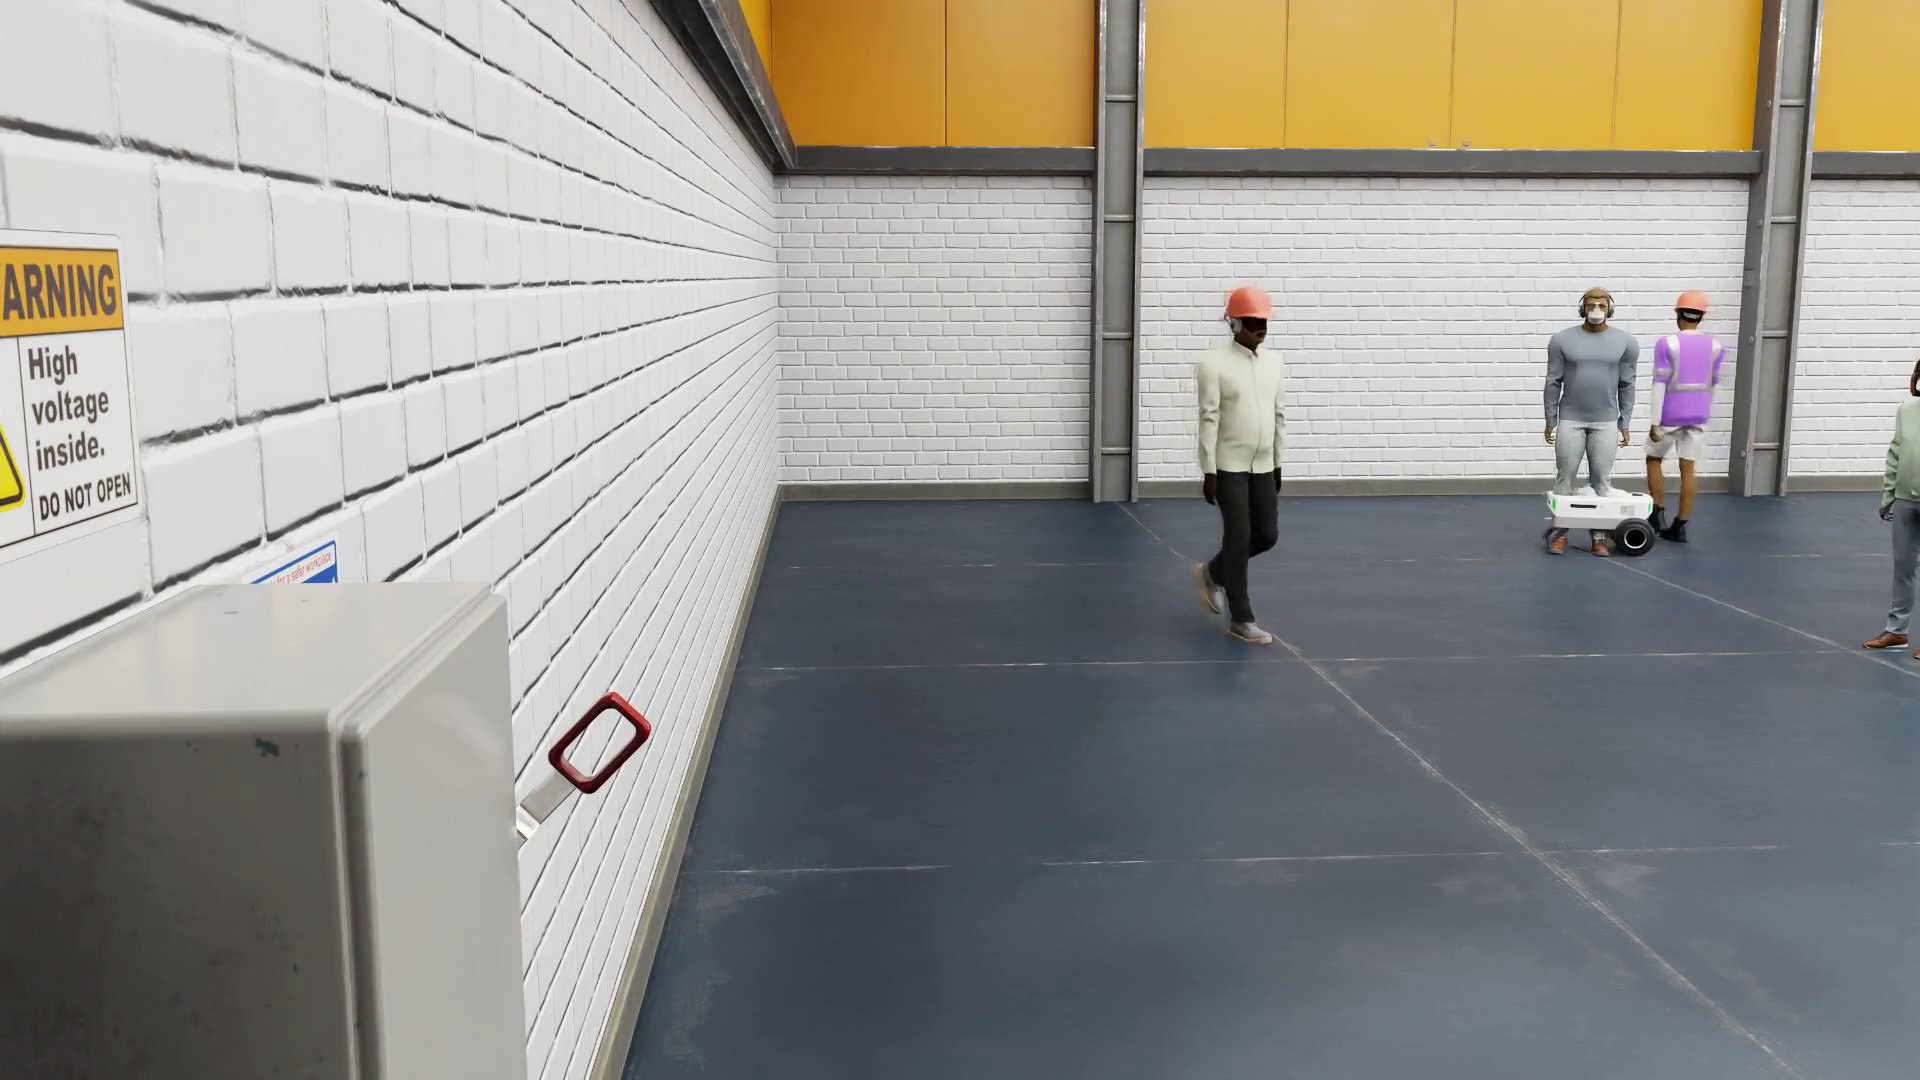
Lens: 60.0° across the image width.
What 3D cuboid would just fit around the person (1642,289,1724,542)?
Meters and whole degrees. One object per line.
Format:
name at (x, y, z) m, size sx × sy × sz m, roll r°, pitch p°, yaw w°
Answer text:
person at (5.492, -0.942, 12.677) m, size 0.556 × 1.911 × 0.528 m, roll 0°, pitch 9°, yaw -2°

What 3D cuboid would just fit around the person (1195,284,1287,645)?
person at (1.541, -0.436, 9.299) m, size 0.620 × 1.975 × 0.680 m, roll -6°, pitch 11°, yaw -31°

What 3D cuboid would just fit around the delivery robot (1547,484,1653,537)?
delivery robot at (4.683, -0.235, 12.193) m, size 0.707 × 0.478 × 0.477 m, roll 2°, pitch 9°, yaw 15°

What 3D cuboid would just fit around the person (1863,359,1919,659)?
person at (5.117, -0.189, 8.821) m, size 0.286 × 1.633 × 0.499 m, roll -4°, pitch 10°, yaw -22°

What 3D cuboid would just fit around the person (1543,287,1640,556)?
person at (4.536, -0.849, 12.009) m, size 0.632 × 1.940 × 0.372 m, roll 3°, pitch 10°, yaw 18°
